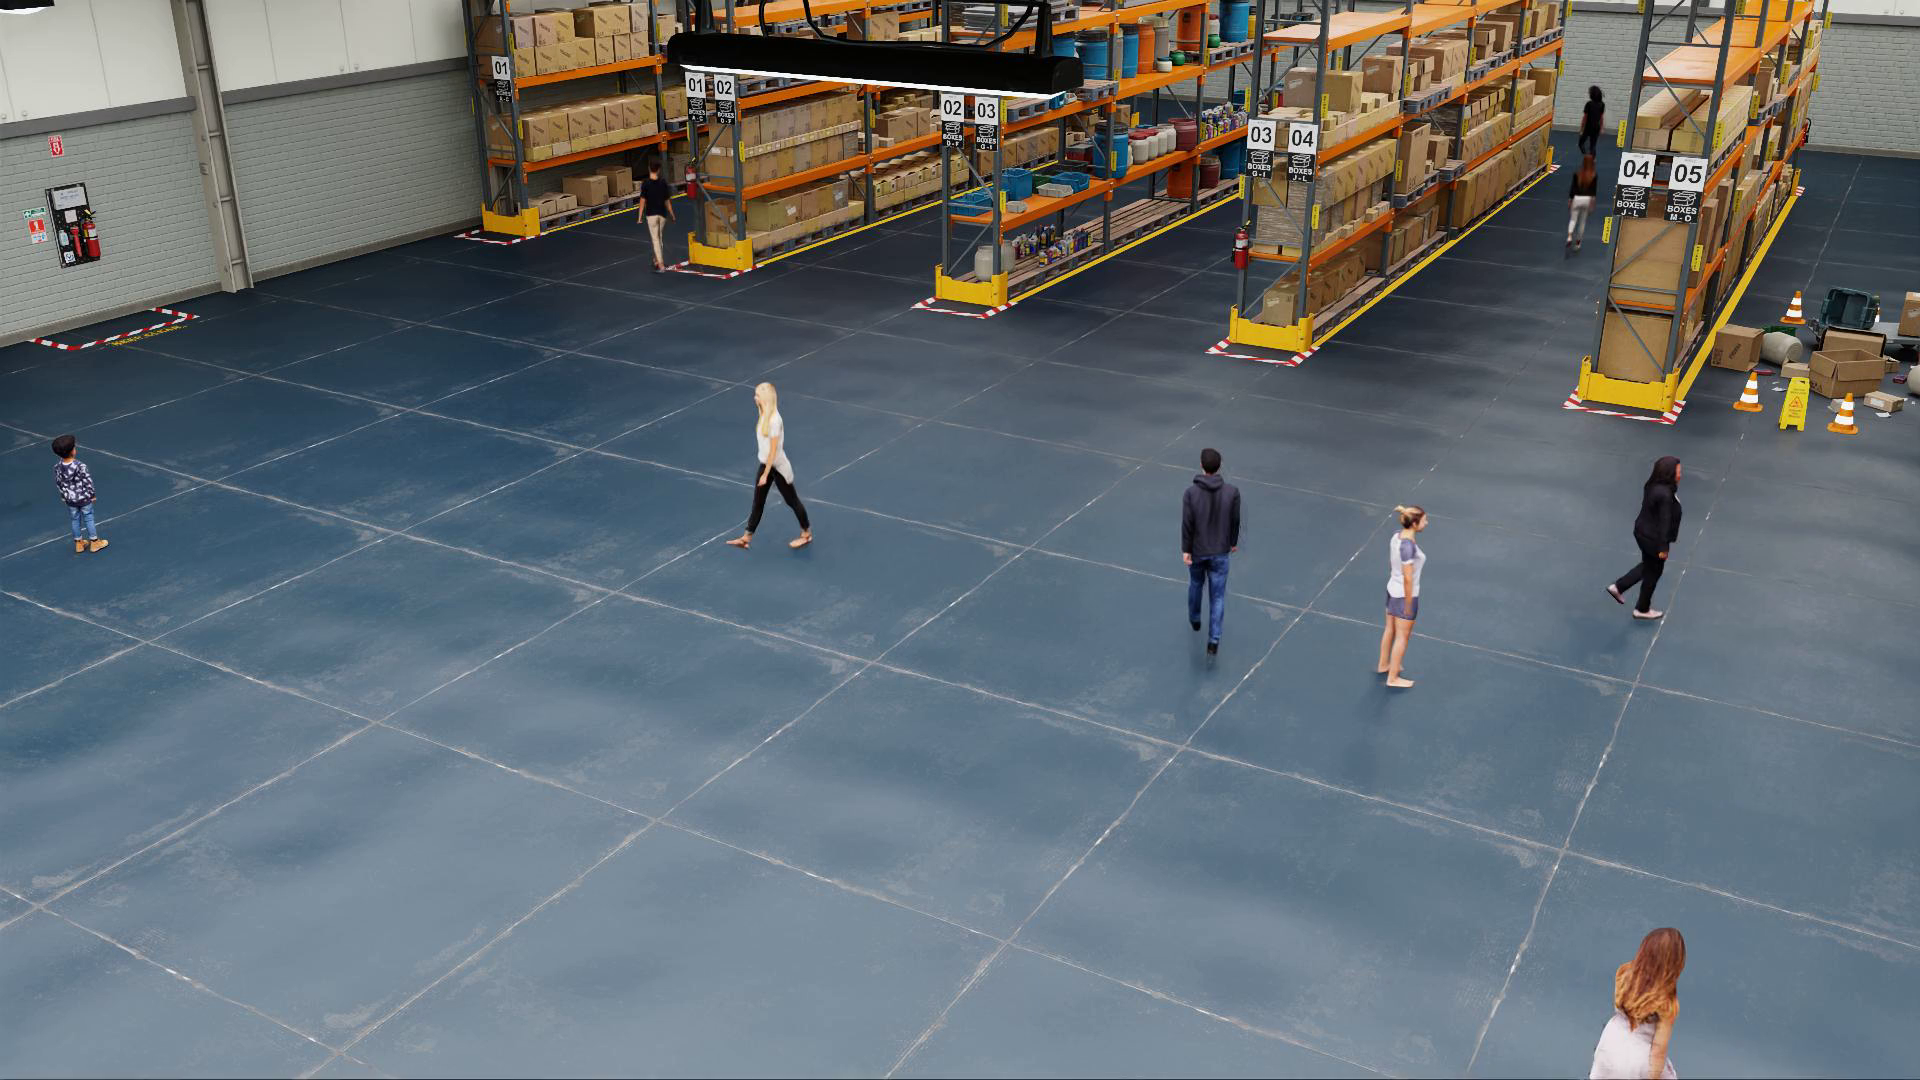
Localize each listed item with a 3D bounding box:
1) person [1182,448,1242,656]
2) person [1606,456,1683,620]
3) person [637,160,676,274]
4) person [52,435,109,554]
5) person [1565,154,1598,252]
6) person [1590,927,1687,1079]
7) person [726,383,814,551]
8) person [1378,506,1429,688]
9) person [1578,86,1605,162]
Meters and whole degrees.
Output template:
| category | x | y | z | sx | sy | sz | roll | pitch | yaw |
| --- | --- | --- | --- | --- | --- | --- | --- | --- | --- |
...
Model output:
| category | x | y | z | sx | sy | sz | roll | pitch | yaw |
| --- | --- | --- | --- | --- | --- | --- | --- | --- | --- |
| person | 2.237 | 0.141 | 14.798 | 1.006 | 1.850 | 1.317 | 3 | 23 | 6 |
| person | 6.363 | -0.010 | 15.465 | 0.864 | 1.607 | 0.825 | 2 | 23 | 6 |
| person | -5.026 | -5.395 | 27.856 | 0.887 | 1.818 | 0.968 | -20 | 30 | -39 |
| person | -9.042 | -0.480 | 17.023 | 0.582 | 1.251 | 0.619 | 0 | 23 | -1 |
| person | 10.903 | -5.889 | 29.182 | 0.586 | 1.689 | 0.745 | 12 | 26 | 26 |
| person | 3.431 | 2.802 | 8.669 | 0.805 | 1.750 | 0.711 | -14 | 27 | -30 |
| person | -1.781 | -0.724 | 16.920 | 1.218 | 1.781 | 0.975 | -14 | 27 | -29 |
| person | 3.808 | 0.466 | 14.325 | 0.717 | 1.623 | 0.616 | -1 | 23 | -3 |
| person | 13.772 | -8.942 | 36.205 | 0.822 | 1.813 | 0.856 | -2 | 23 | -4 |
